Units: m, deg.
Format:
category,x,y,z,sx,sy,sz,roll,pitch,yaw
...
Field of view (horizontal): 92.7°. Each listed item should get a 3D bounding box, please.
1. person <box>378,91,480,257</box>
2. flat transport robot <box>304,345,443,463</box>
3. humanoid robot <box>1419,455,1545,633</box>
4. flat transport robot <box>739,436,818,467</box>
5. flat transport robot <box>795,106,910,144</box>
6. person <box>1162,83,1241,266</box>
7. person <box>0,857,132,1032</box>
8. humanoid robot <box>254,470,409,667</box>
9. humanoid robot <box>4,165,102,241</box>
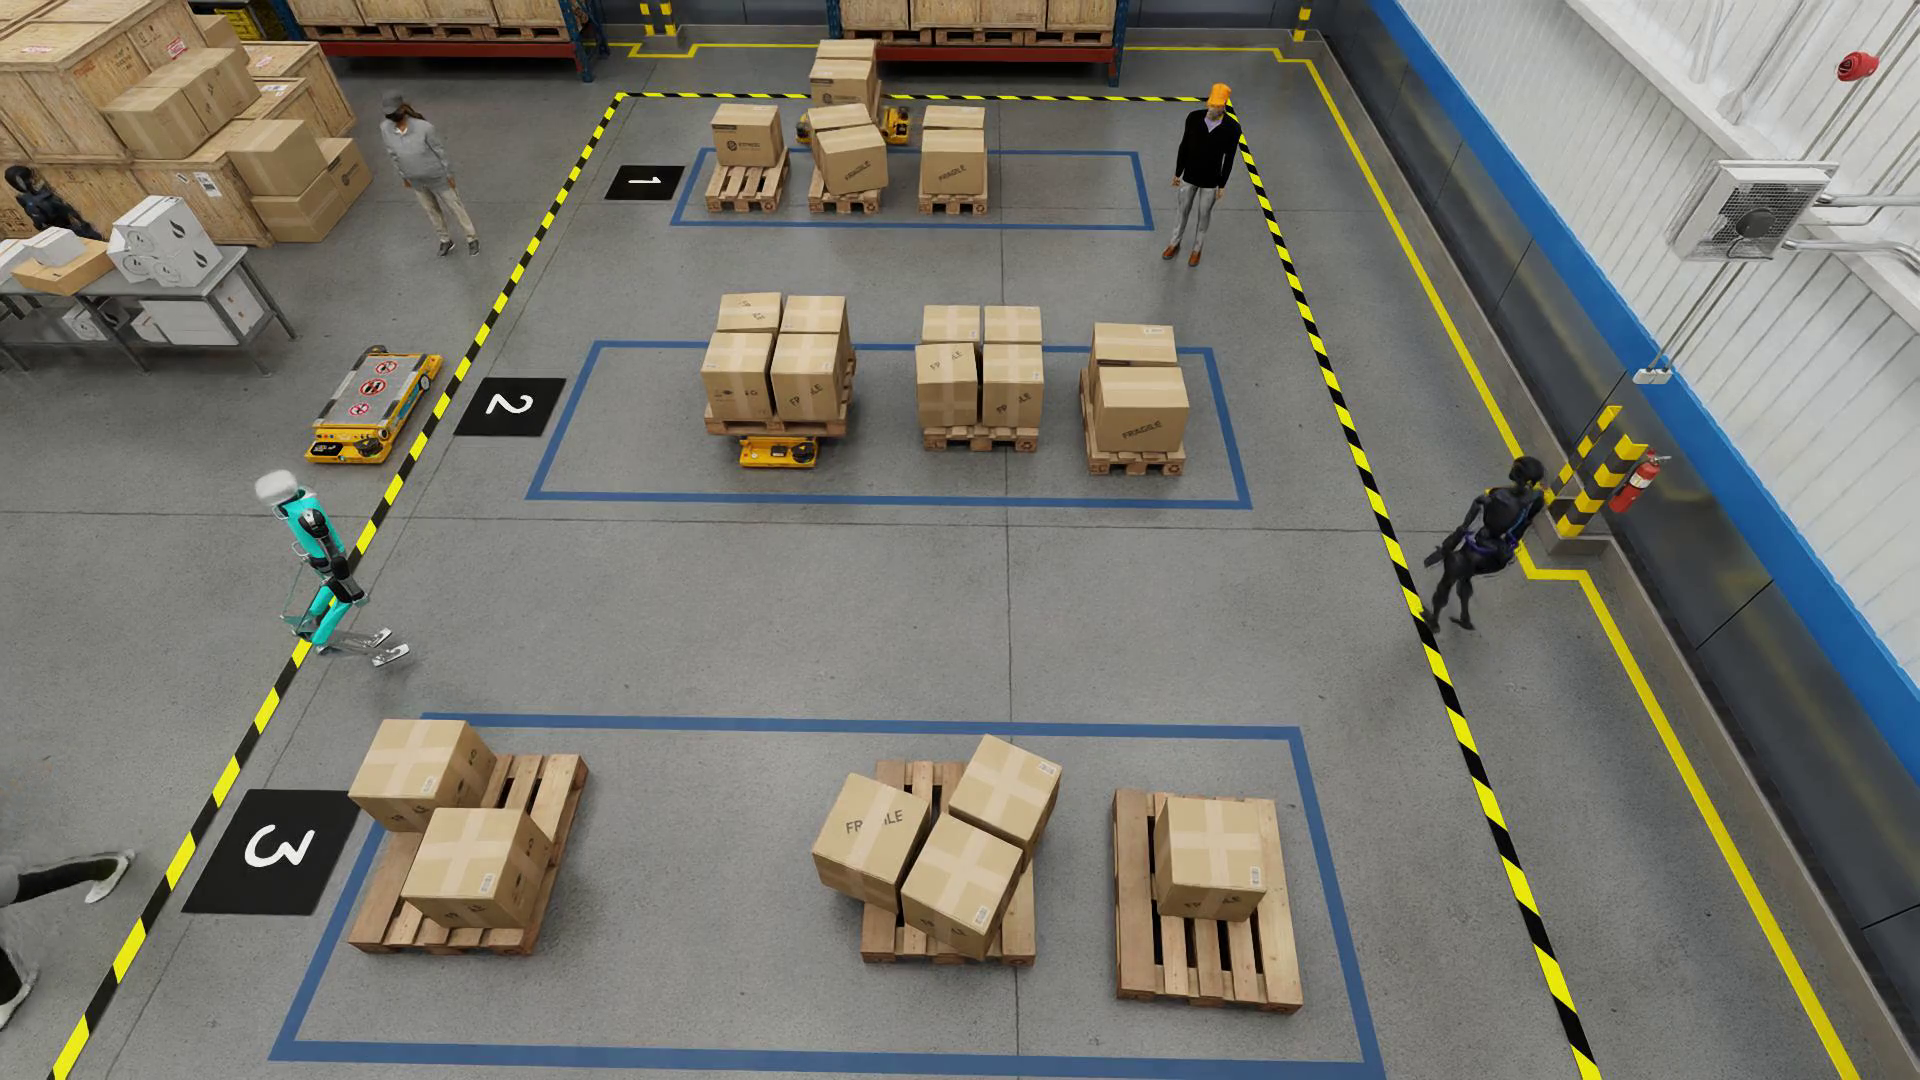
category,x,y,z,sx,sy,sz,roll,pitch,yaw
person,-5.580,-3.820,9.615,0.573,1.767,0.396,-1,50,-1
flat transport robot,-5.383,-1.269,8.441,0.659,0.231,1.431,1,50,1
humanoid robot,3.609,0.107,6.359,0.607,1.641,0.417,-7,50,-6
flat transport robot,-1.582,-1.235,8.394,0.652,0.197,1.431,1,50,1
flat transport robot,-1.391,-5.418,11.933,1.431,0.197,0.652,1,50,1
person,2.497,-3.756,9.488,0.586,1.884,0.362,23,53,18
person,-5.327,1.840,4.830,0.594,1.771,1.037,8,50,7
humanoid robot,-4.299,0.306,6.058,0.533,1.677,0.735,35,58,26
humanoid robot,-8.464,-2.786,8.827,0.606,1.631,0.771,5,50,4
